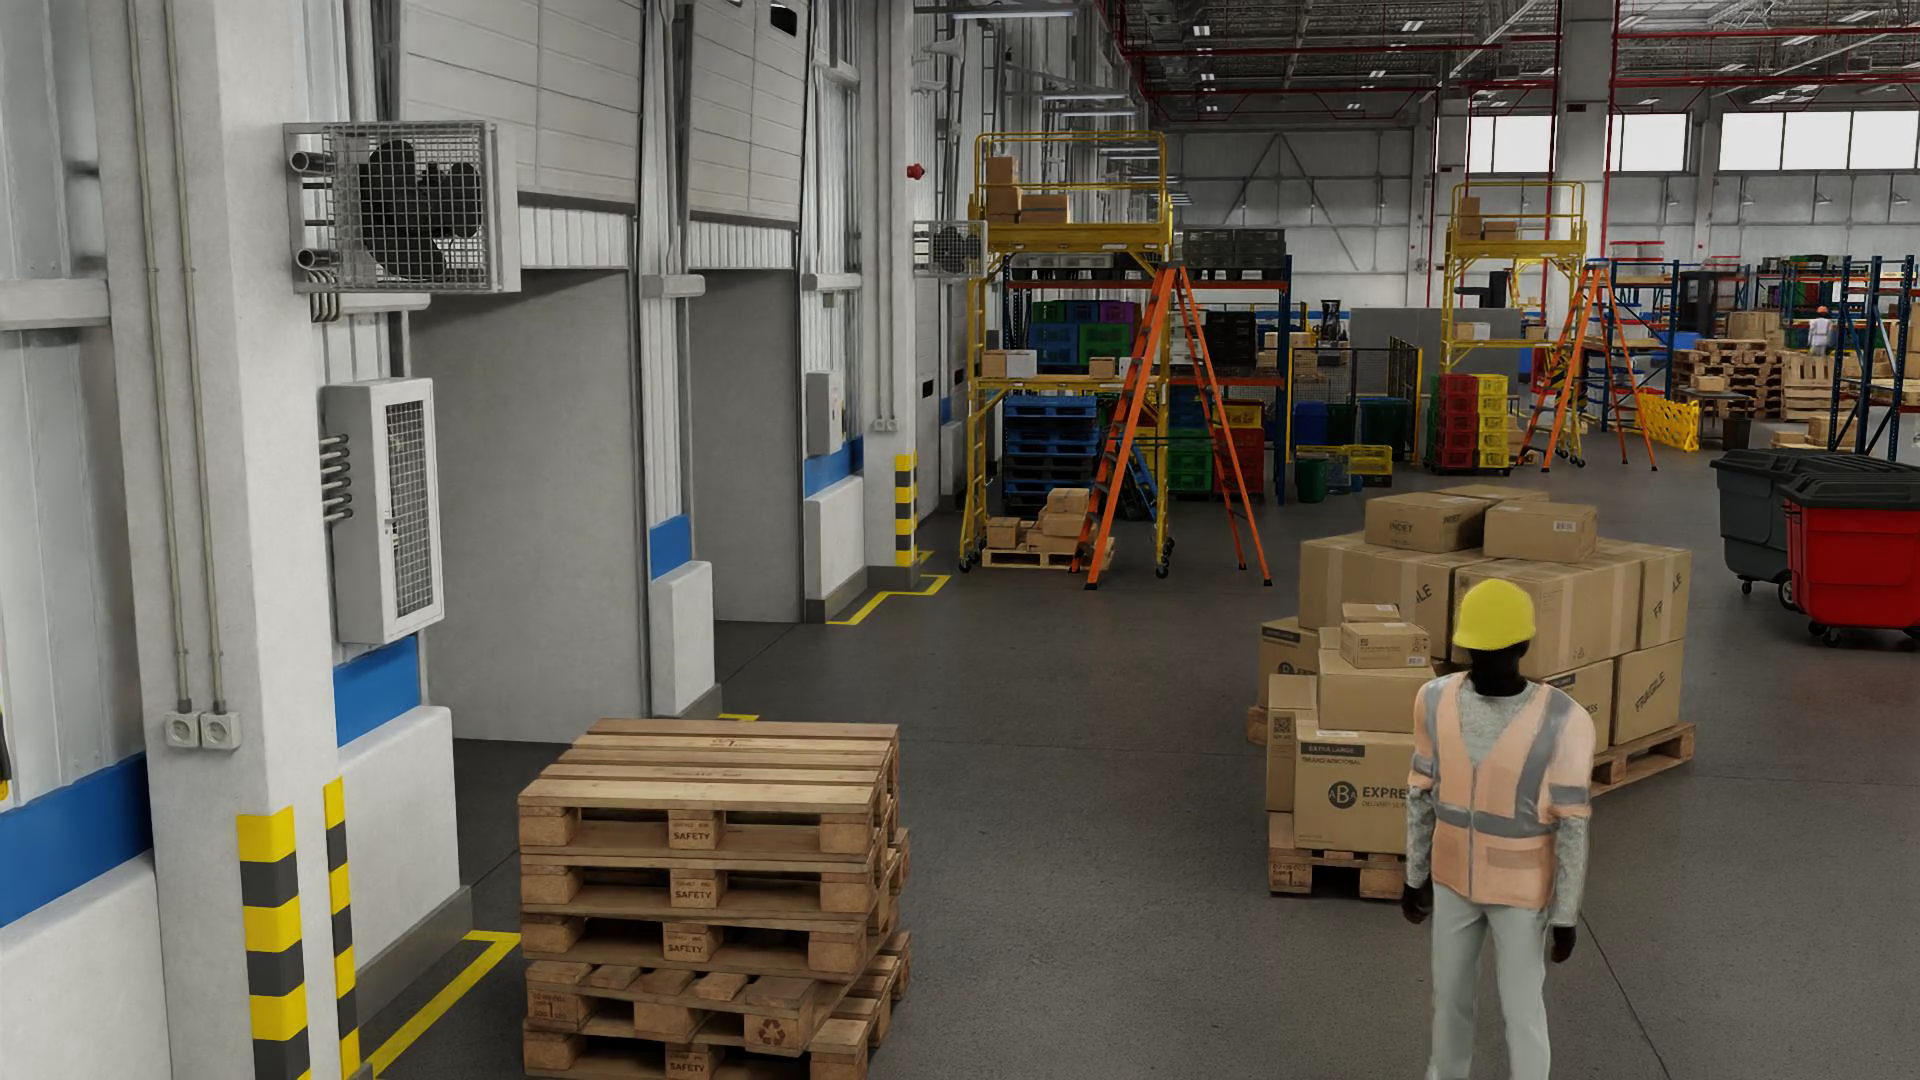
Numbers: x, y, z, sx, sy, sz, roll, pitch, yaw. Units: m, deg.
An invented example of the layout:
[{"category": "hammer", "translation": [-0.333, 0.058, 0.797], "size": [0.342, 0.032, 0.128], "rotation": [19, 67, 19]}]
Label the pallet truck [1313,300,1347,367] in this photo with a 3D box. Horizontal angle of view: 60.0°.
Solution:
[{"category": "pallet truck", "translation": [11.159, -6.200, 49.718], "size": [0.823, 1.965, 1.885], "rotation": [4, 10, 26]}]

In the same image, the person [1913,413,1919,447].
[{"category": "person", "translation": [15.647, -2.342, 26.743], "size": [0.485, 1.738, 0.322], "rotation": [-4, 10, -24]}]

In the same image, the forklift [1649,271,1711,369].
[{"category": "forklift", "translation": [20.823, -6.262, 47.390], "size": [1.873, 2.768, 1.129], "rotation": [-3, 10, -19]}]

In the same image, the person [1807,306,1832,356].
[{"category": "person", "translation": [22.604, -5.202, 43.793], "size": [0.586, 1.919, 0.423], "rotation": [1, 9, 7]}]

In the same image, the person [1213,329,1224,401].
[{"category": "person", "translation": [5.481, -3.622, 34.952], "size": [0.314, 1.634, 0.515], "rotation": [-3, 10, -18]}]

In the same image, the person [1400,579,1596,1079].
[{"category": "person", "translation": [1.651, 1.061, 5.189], "size": [0.591, 1.918, 0.395], "rotation": [9, 13, 44]}]

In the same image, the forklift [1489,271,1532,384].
[{"category": "forklift", "translation": [13.422, -5.322, 41.591], "size": [1.873, 2.768, 1.129], "rotation": [1, 9, 9]}]

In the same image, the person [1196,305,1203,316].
[{"category": "person", "translation": [6.359, -5.336, 44.614], "size": [0.544, 1.929, 0.386], "rotation": [-6, 11, -34]}]
